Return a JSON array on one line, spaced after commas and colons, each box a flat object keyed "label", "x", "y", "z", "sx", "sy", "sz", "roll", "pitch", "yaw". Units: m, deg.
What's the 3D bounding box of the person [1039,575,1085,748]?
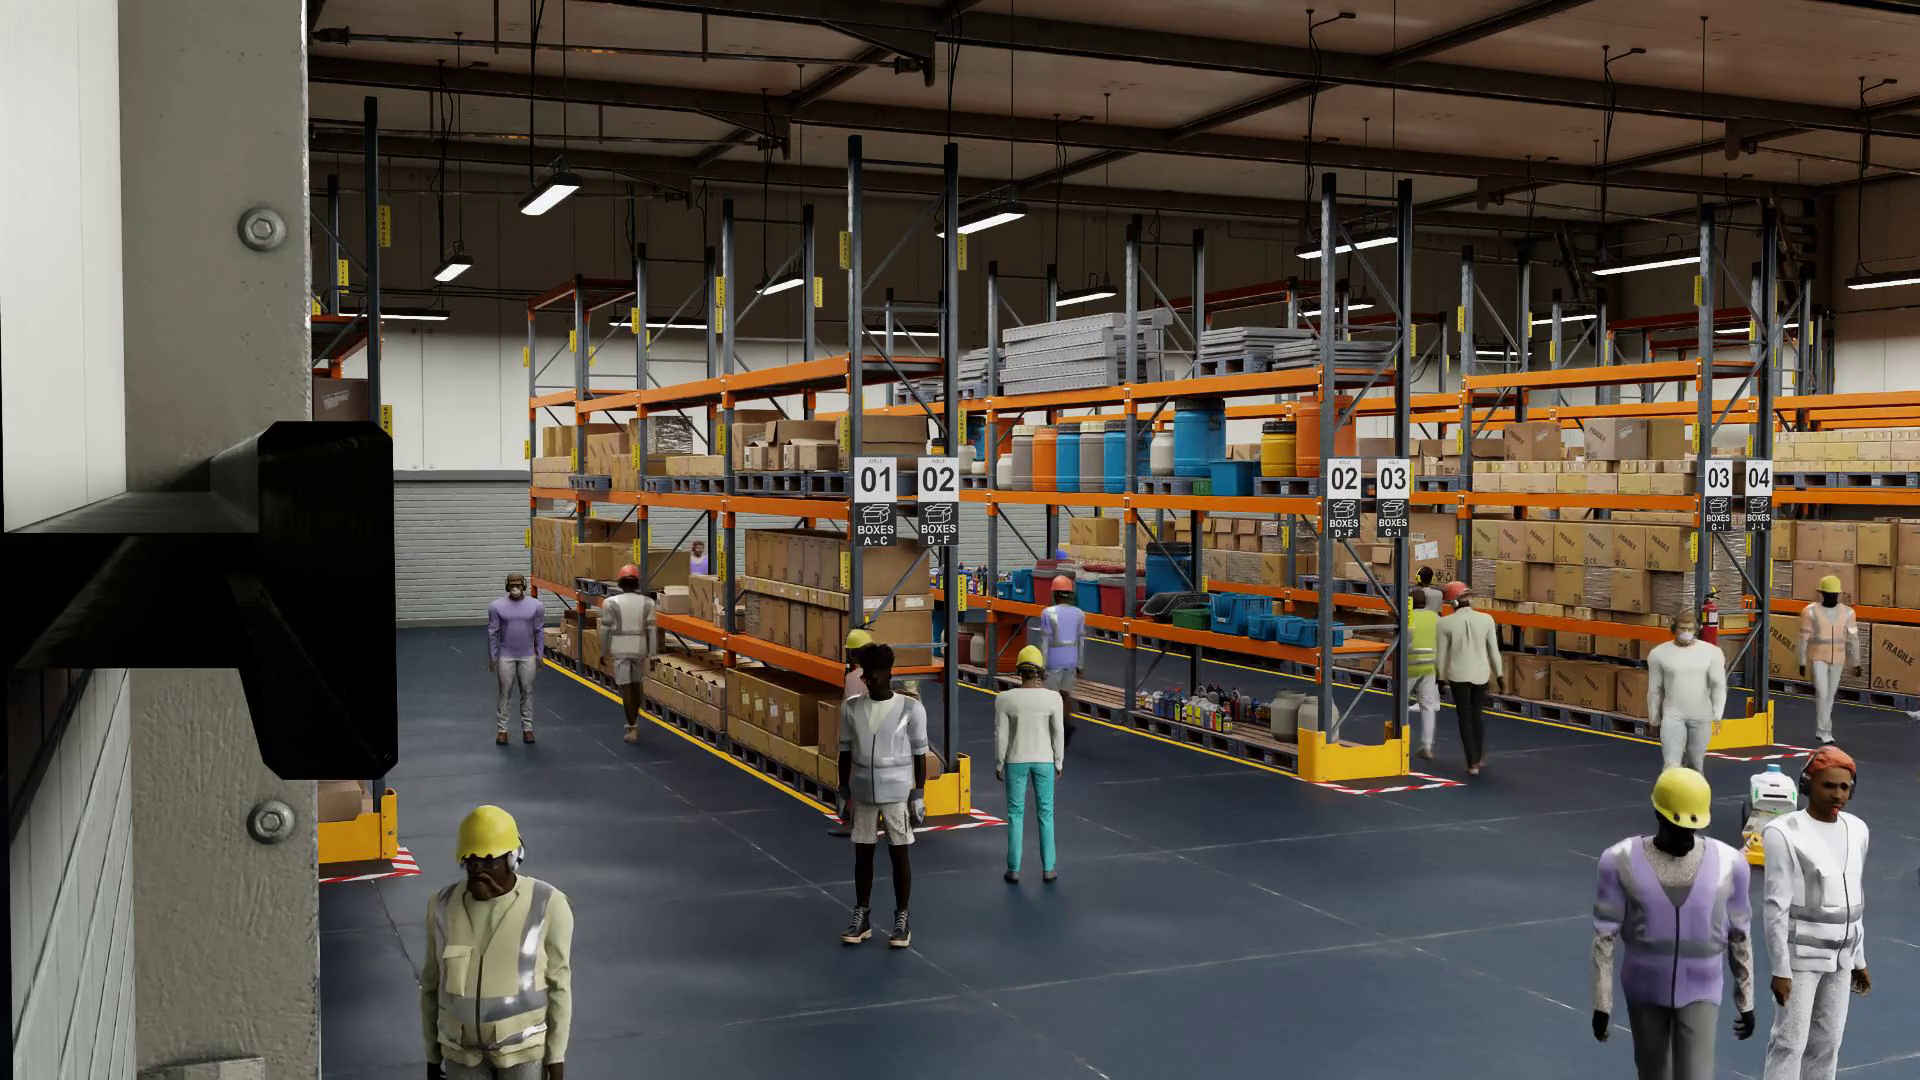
[{"label": "person", "x": 1.144, "y": 1.350, "z": 19.869, "sx": 0.560, "sy": 1.918, "sz": 0.499, "roll": -1, "pitch": 2, "yaw": -26}]

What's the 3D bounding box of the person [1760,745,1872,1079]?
[{"label": "person", "x": 3.729, "y": 1.831, "z": 7.788, "sx": 0.573, "sy": 1.884, "sz": 0.359, "roll": -1, "pitch": 2, "yaw": -24}]

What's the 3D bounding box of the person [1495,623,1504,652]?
[{"label": "person", "x": 8.517, "y": 1.119, "z": 28.763, "sx": 0.536, "sy": 1.696, "sz": 0.322, "roll": 0, "pitch": 2, "yaw": 7}]

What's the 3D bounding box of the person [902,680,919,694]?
[{"label": "person", "x": -0.600, "y": 1.467, "z": 21.138, "sx": 0.506, "sy": 1.585, "sz": 0.867, "roll": -1, "pitch": 3, "yaw": -31}]

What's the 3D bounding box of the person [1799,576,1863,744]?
[{"label": "person", "x": 9.796, "y": 1.352, "z": 20.106, "sx": 0.611, "sy": 1.888, "sz": 0.889, "roll": 0, "pitch": 2, "yaw": 3}]

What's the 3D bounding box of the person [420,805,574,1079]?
[{"label": "person", "x": -1.757, "y": 1.902, "z": 6.760, "sx": 0.587, "sy": 1.823, "sz": 0.403, "roll": 0, "pitch": 2, "yaw": 5}]

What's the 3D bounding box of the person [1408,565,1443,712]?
[{"label": "person", "x": 5.940, "y": 1.259, "z": 22.908, "sx": 0.514, "sy": 1.871, "sz": 0.327, "roll": -1, "pitch": 2, "yaw": -18}]

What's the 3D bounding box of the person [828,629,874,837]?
[{"label": "person", "x": -0.804, "y": 1.620, "z": 15.021, "sx": 0.584, "sy": 1.754, "sz": 0.550, "roll": 1, "pitch": 2, "yaw": 28}]

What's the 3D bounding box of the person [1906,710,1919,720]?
[{"label": "person", "x": 11.924, "y": 1.402, "z": 21.549, "sx": 0.521, "sy": 1.674, "sz": 0.959, "roll": -2, "pitch": 3, "yaw": -45}]

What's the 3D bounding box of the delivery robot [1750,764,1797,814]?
[{"label": "delivery robot", "x": 6.980, "y": 2.170, "z": 15.380, "sx": 0.477, "sy": 0.478, "sz": 0.707, "roll": 1, "pitch": 2, "yaw": 22}]

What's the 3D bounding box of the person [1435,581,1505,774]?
[{"label": "person", "x": 5.194, "y": 1.396, "z": 18.381, "sx": 0.683, "sy": 1.940, "sz": 0.786, "roll": 0, "pitch": 2, "yaw": 0}]

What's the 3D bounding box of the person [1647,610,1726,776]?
[{"label": "person", "x": 6.300, "y": 1.535, "z": 15.557, "sx": 0.628, "sy": 1.885, "sz": 1.042, "roll": 1, "pitch": 2, "yaw": 19}]

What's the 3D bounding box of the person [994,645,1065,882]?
[{"label": "person", "x": 0.519, "y": 1.674, "z": 13.426, "sx": 0.528, "sy": 1.768, "sz": 0.313, "roll": 0, "pitch": 2, "yaw": -1}]

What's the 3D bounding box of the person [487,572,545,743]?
[{"label": "person", "x": -5.024, "y": 1.325, "z": 20.295, "sx": 0.635, "sy": 1.937, "sz": 0.354, "roll": -1, "pitch": 2, "yaw": -17}]

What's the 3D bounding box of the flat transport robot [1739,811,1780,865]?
[{"label": "flat transport robot", "x": 6.655, "y": 2.395, "z": 14.363, "sx": 0.652, "sy": 0.197, "sz": 1.431, "roll": 1, "pitch": 3, "yaw": 28}]

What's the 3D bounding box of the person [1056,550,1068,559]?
[{"label": "person", "x": 1.538, "y": 1.092, "z": 27.034, "sx": 0.603, "sy": 1.898, "sz": 0.986, "roll": -1, "pitch": 2, "yaw": -24}]

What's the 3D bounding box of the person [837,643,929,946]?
[{"label": "person", "x": -0.519, "y": 1.648, "z": 11.639, "sx": 0.613, "sy": 1.954, "sz": 0.381, "roll": 1, "pitch": 2, "yaw": 16}]

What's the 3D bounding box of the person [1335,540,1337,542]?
[{"label": "person", "x": 7.113, "y": 0.885, "z": 33.437, "sx": 0.632, "sy": 1.802, "sz": 0.722, "roll": -1, "pitch": 2, "yaw": -26}]

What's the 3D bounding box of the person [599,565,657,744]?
[{"label": "person", "x": -3.820, "y": 1.288, "z": 20.485, "sx": 0.610, "sy": 2.003, "sz": 0.902, "roll": -1, "pitch": 2, "yaw": -28}]

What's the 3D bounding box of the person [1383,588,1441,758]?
[{"label": "person", "x": 4.897, "y": 1.422, "z": 19.424, "sx": 0.666, "sy": 1.807, "sz": 0.853, "roll": 0, "pitch": 2, "yaw": -12}]

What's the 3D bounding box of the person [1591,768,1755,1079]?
[{"label": "person", "x": 2.889, "y": 1.853, "z": 7.243, "sx": 0.633, "sy": 1.875, "sz": 0.883, "roll": 1, "pitch": 2, "yaw": 18}]

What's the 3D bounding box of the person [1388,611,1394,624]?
[{"label": "person", "x": 6.773, "y": 1.214, "z": 27.410, "sx": 0.545, "sy": 1.595, "sz": 0.824, "roll": -1, "pitch": 2, "yaw": -25}]

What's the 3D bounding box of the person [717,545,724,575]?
[{"label": "person", "x": -4.660, "y": 0.902, "z": 35.265, "sx": 0.266, "sy": 1.631, "sz": 0.507, "roll": 0, "pitch": 2, "yaw": -4}]

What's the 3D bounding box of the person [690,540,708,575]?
[{"label": "person", "x": -4.897, "y": 0.897, "z": 33.144, "sx": 0.578, "sy": 1.817, "sz": 0.763, "roll": -1, "pitch": 2, "yaw": -19}]
